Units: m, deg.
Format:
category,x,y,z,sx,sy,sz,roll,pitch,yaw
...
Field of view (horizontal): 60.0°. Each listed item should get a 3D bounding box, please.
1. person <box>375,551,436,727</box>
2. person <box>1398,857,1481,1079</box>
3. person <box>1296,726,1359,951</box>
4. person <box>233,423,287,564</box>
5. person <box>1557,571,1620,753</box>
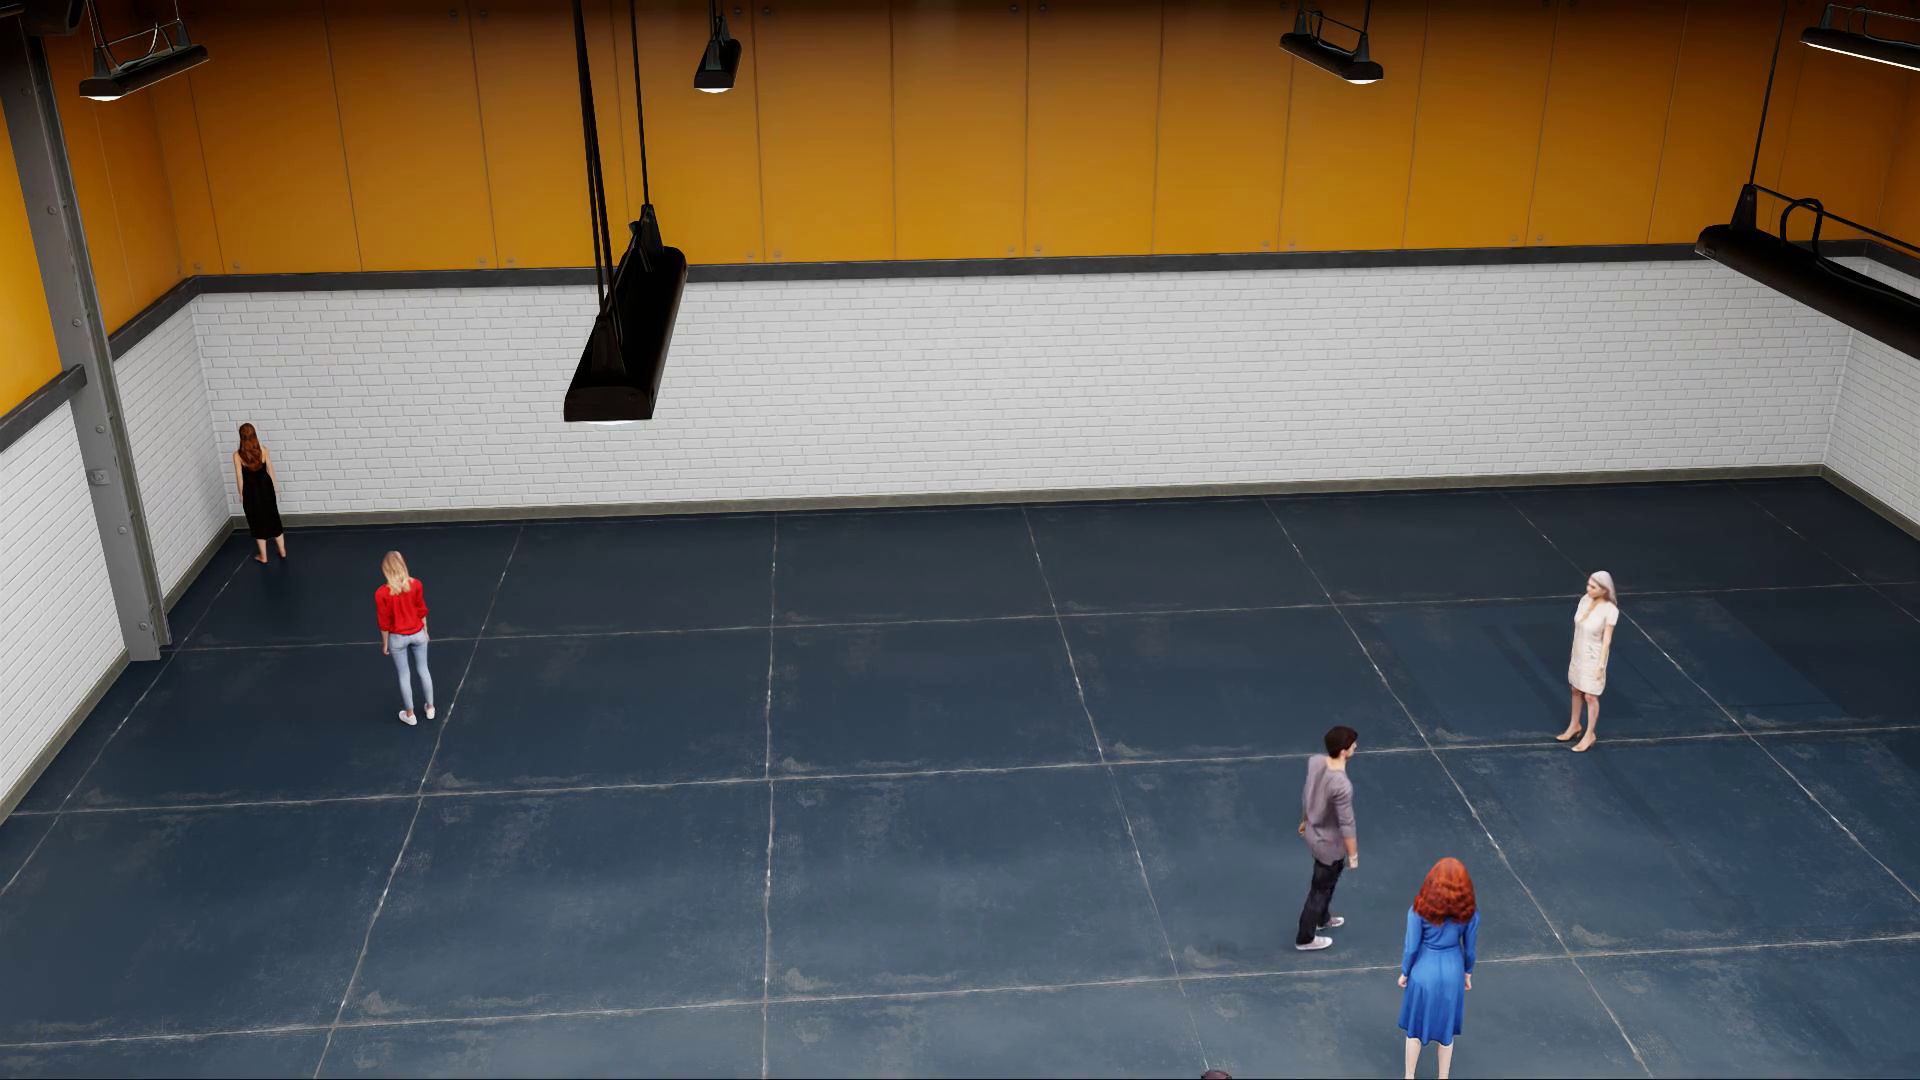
category,x,y,z,sx,sy,sz,roll,pitch,yaw
person,-5.076,0.892,15.242,0.687,1.705,0.691,-17,29,-34
person,3.038,2.832,10.653,0.654,1.827,0.620,2,24,4
person,2.593,2.188,12.117,0.819,1.834,0.706,-6,24,-14
person,-7.854,-0.535,18.608,0.672,1.624,0.714,-19,30,-36
person,5.607,1.067,14.806,0.710,1.734,0.568,-8,25,-18
